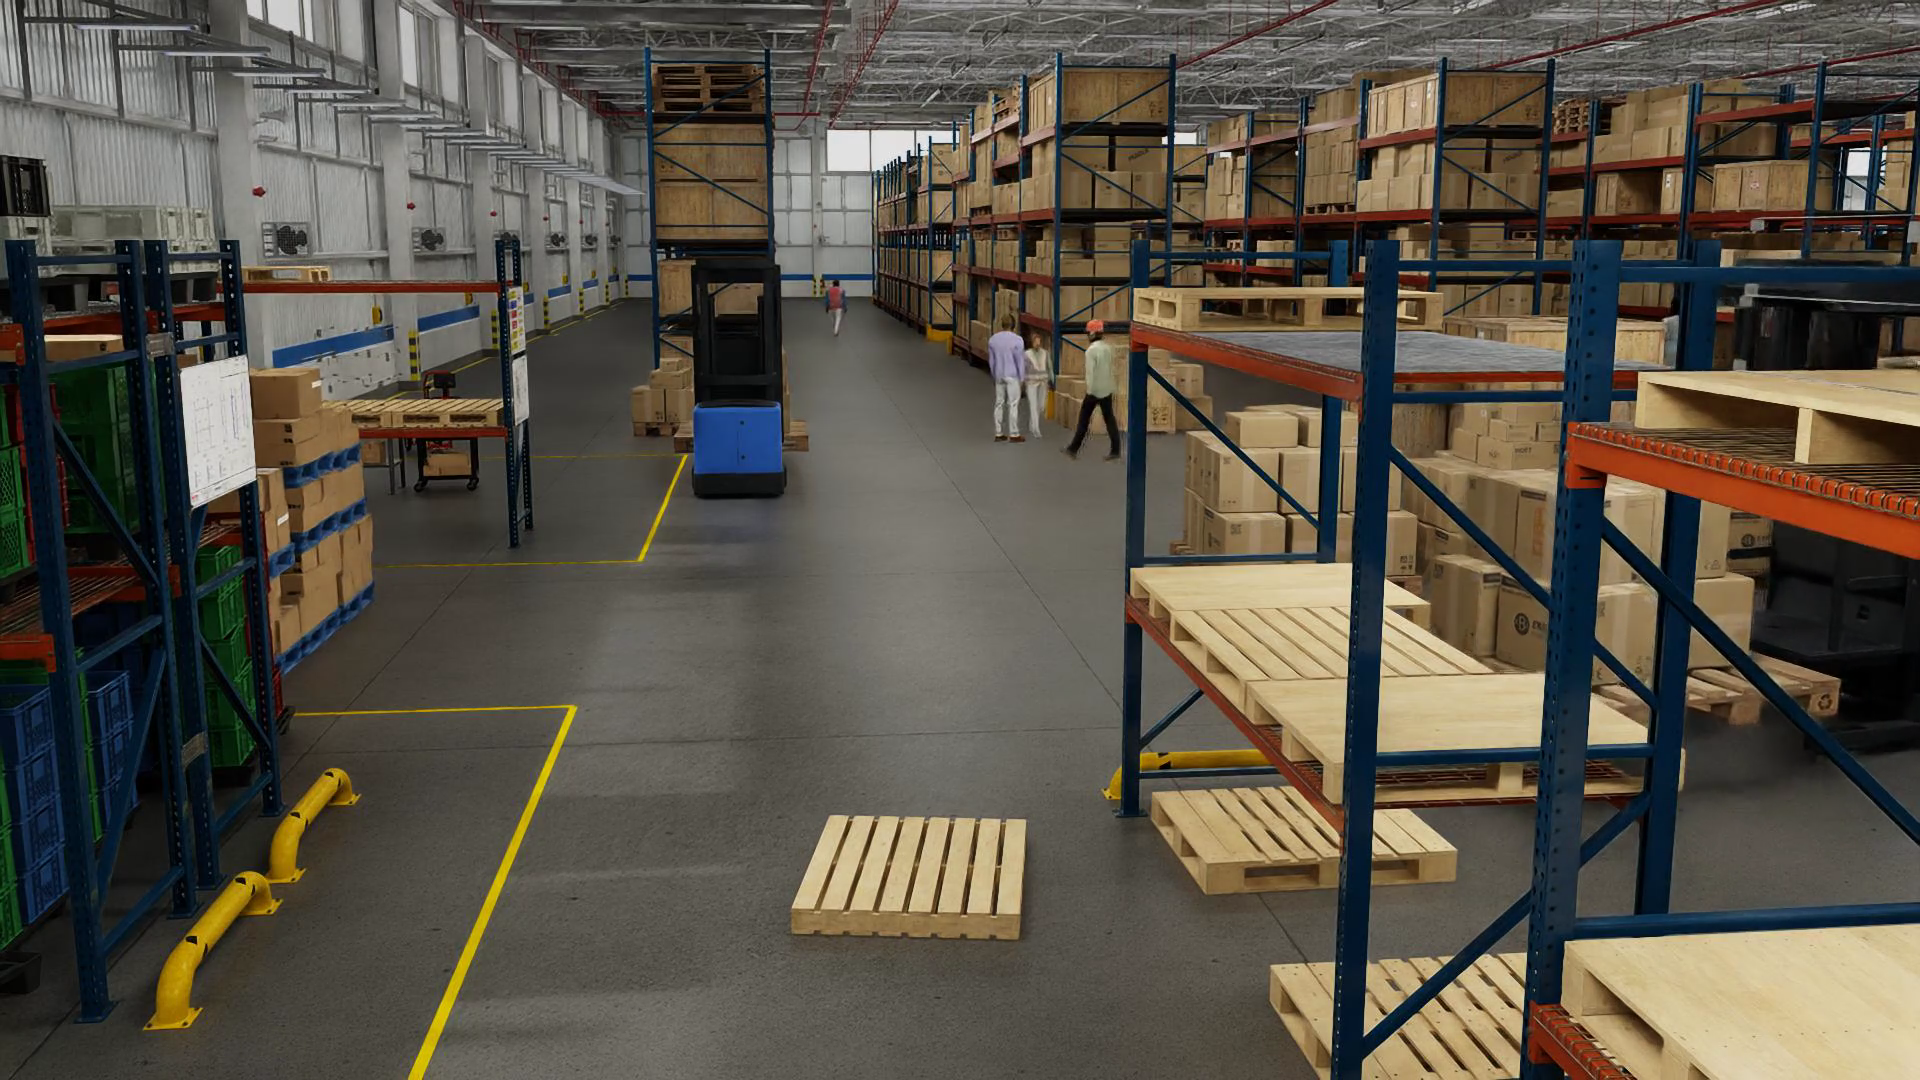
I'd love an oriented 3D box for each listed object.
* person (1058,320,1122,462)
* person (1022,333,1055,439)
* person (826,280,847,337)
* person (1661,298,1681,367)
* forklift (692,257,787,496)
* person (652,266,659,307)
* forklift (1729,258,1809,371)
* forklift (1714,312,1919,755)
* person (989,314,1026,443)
[{"bbox_3d":[1.836,-2.050,22.883,1.002,1.939,0.657,9,13,40],"label":"person"},{"bbox_3d":[1.169,-2.399,25.730,0.520,1.615,0.698,-4,11,-22],"label":"person"},{"bbox_3d":[-3.906,-7.336,52.626,0.638,1.788,0.976,2,10,12],"label":"person"},{"bbox_3d":[13.516,-3.585,31.399,0.618,1.941,0.714,-2,10,-11],"label":"person"},{"bbox_3d":[-2.694,-2.026,20.160,1.129,2.768,1.873,-1,10,-6],"label":"forklift"},{"bbox_3d":[-13.910,-11.640,76.038,0.360,1.937,0.552,6,12,30],"label":"person"},{"bbox_3d":[9.127,-1.816,18.994,1.873,2.768,1.129,-1,10,-7],"label":"forklift"},{"bbox_3d":[5.752,-0.240,10.263,1.873,2.768,1.129,-3,11,-17],"label":"forklift"},{"bbox_3d":[0.731,-2.419,24.985,0.635,1.937,0.386,7,13,35],"label":"person"}]
